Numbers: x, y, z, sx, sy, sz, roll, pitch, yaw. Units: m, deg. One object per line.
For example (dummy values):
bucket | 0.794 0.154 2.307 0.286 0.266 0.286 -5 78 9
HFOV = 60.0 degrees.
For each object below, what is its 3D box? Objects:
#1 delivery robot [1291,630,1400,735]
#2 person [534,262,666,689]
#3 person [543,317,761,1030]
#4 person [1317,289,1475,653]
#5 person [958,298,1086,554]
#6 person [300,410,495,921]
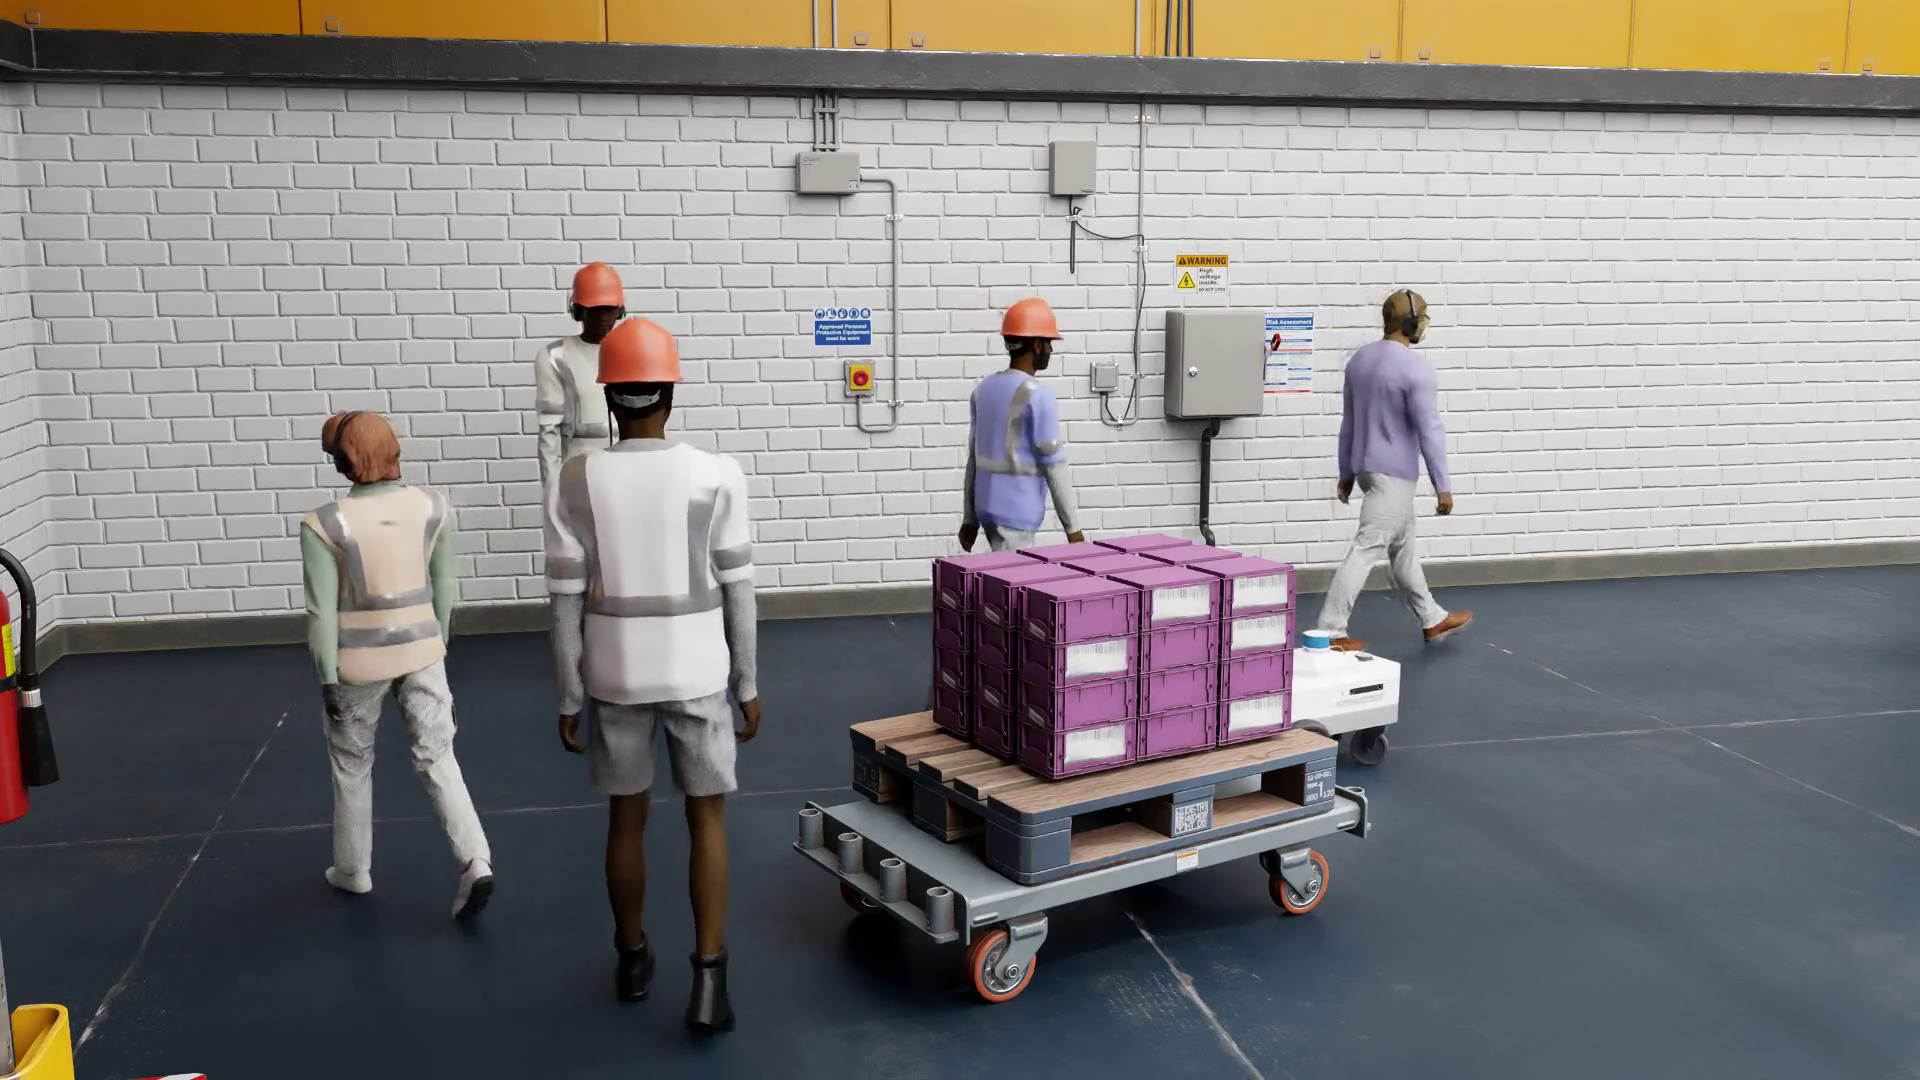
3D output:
delivery robot | 1.433 0.609 6.715 0.707 0.478 0.477 -6 12 -29
person | -1.681 -0.289 7.885 0.611 2.030 0.409 -5 11 -25
person | -0.827 0.375 4.520 0.557 1.954 0.495 -1 10 -3
person | 2.251 -0.333 8.517 1.033 1.881 0.655 -3 11 -18
person | 0.254 -0.128 7.419 1.030 1.877 0.551 -6 12 -31
person | -1.771 0.394 5.226 0.513 1.608 0.774 -9 14 -42
